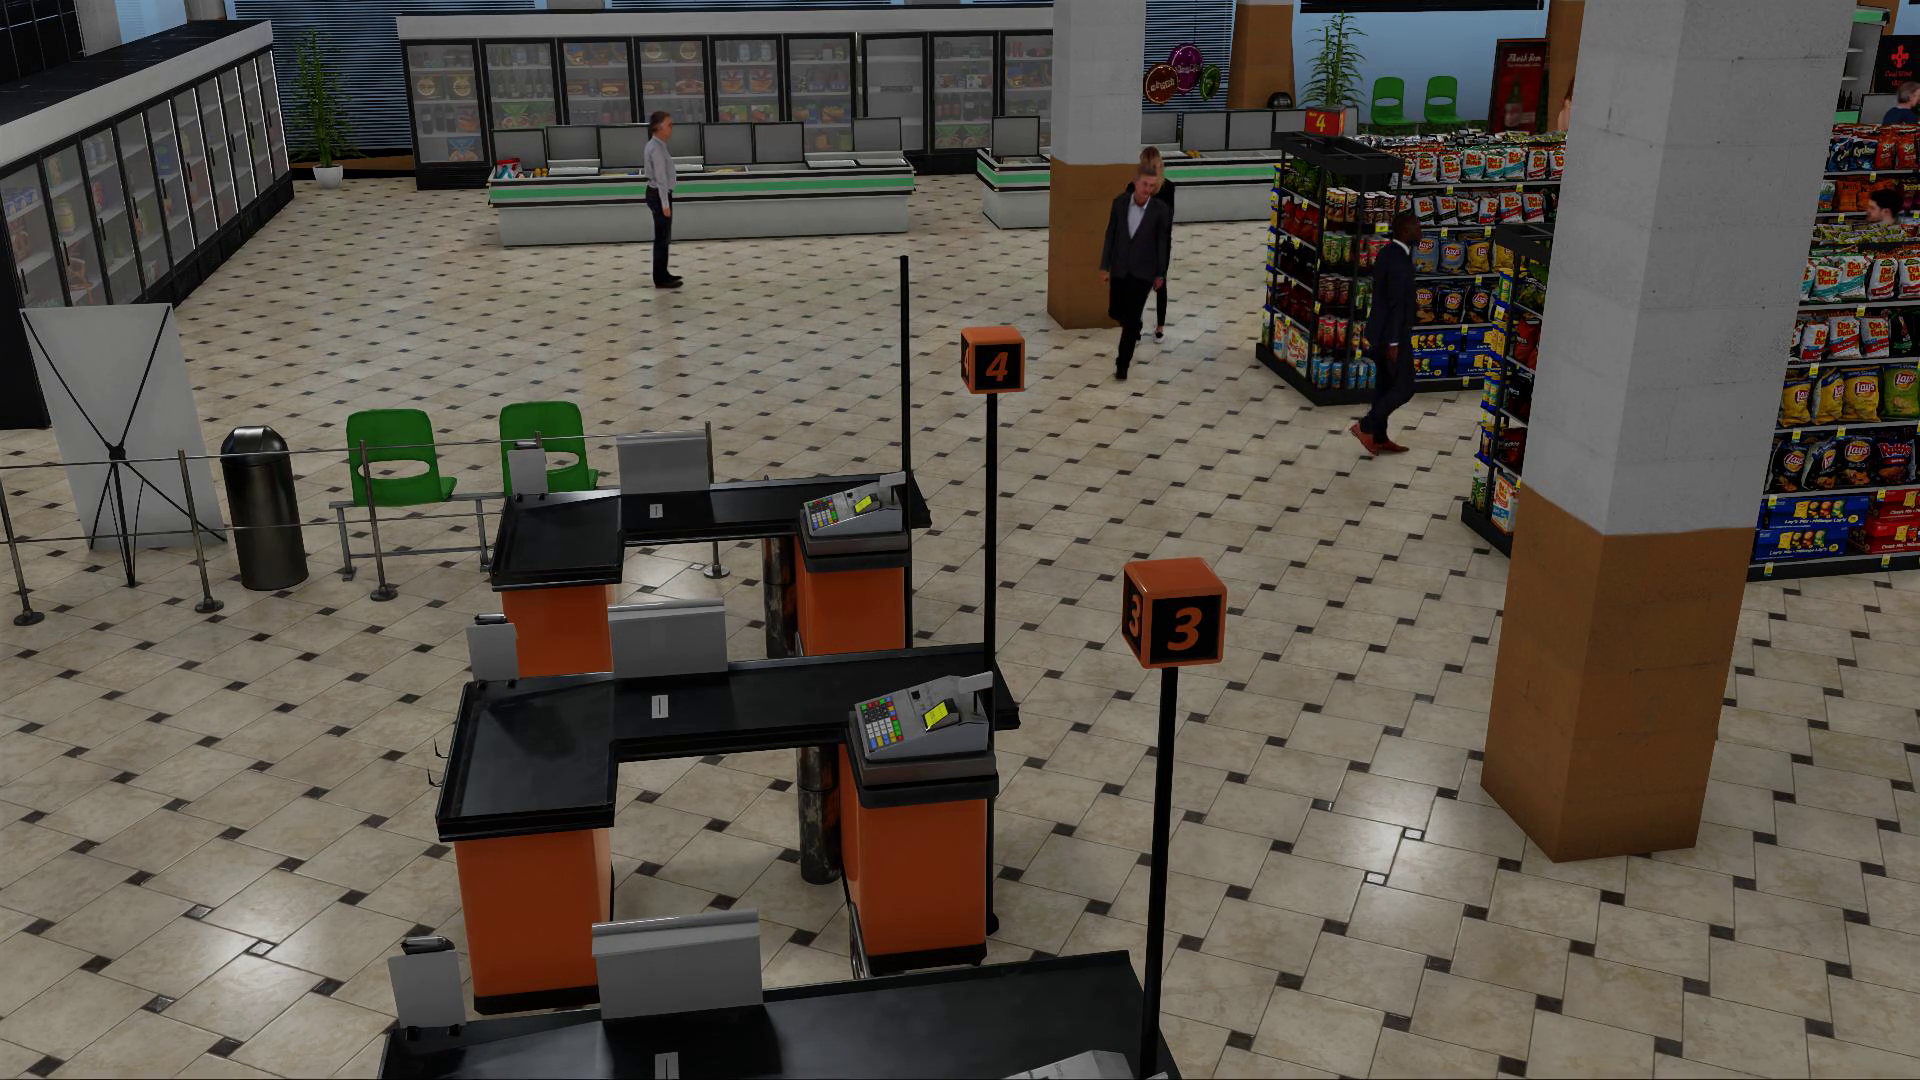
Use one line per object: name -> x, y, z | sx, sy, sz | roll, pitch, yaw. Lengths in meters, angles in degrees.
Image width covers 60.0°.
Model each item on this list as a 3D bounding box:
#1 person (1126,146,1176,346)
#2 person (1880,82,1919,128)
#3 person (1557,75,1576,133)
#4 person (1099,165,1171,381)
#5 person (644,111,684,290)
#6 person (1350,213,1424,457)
person -> 1.724, -2.683, 15.196 | 0.456, 1.801, 0.661 | -3, 22, -8
person -> 10.738, -4.305, 19.140 | 0.560, 1.870, 0.672 | -2, 22, -4
person -> 7.557, -4.991, 20.976 | 0.791, 1.775, 0.745 | 12, 25, 28
person -> 1.505, -2.314, 14.282 | 1.158, 1.798, 1.143 | 10, 24, 24
person -> -3.125, -3.548, 17.325 | 0.580, 1.818, 0.659 | -6, 23, -14
person -> 3.091, -1.492, 12.215 | 0.799, 1.813, 0.799 | 2, 22, 6
